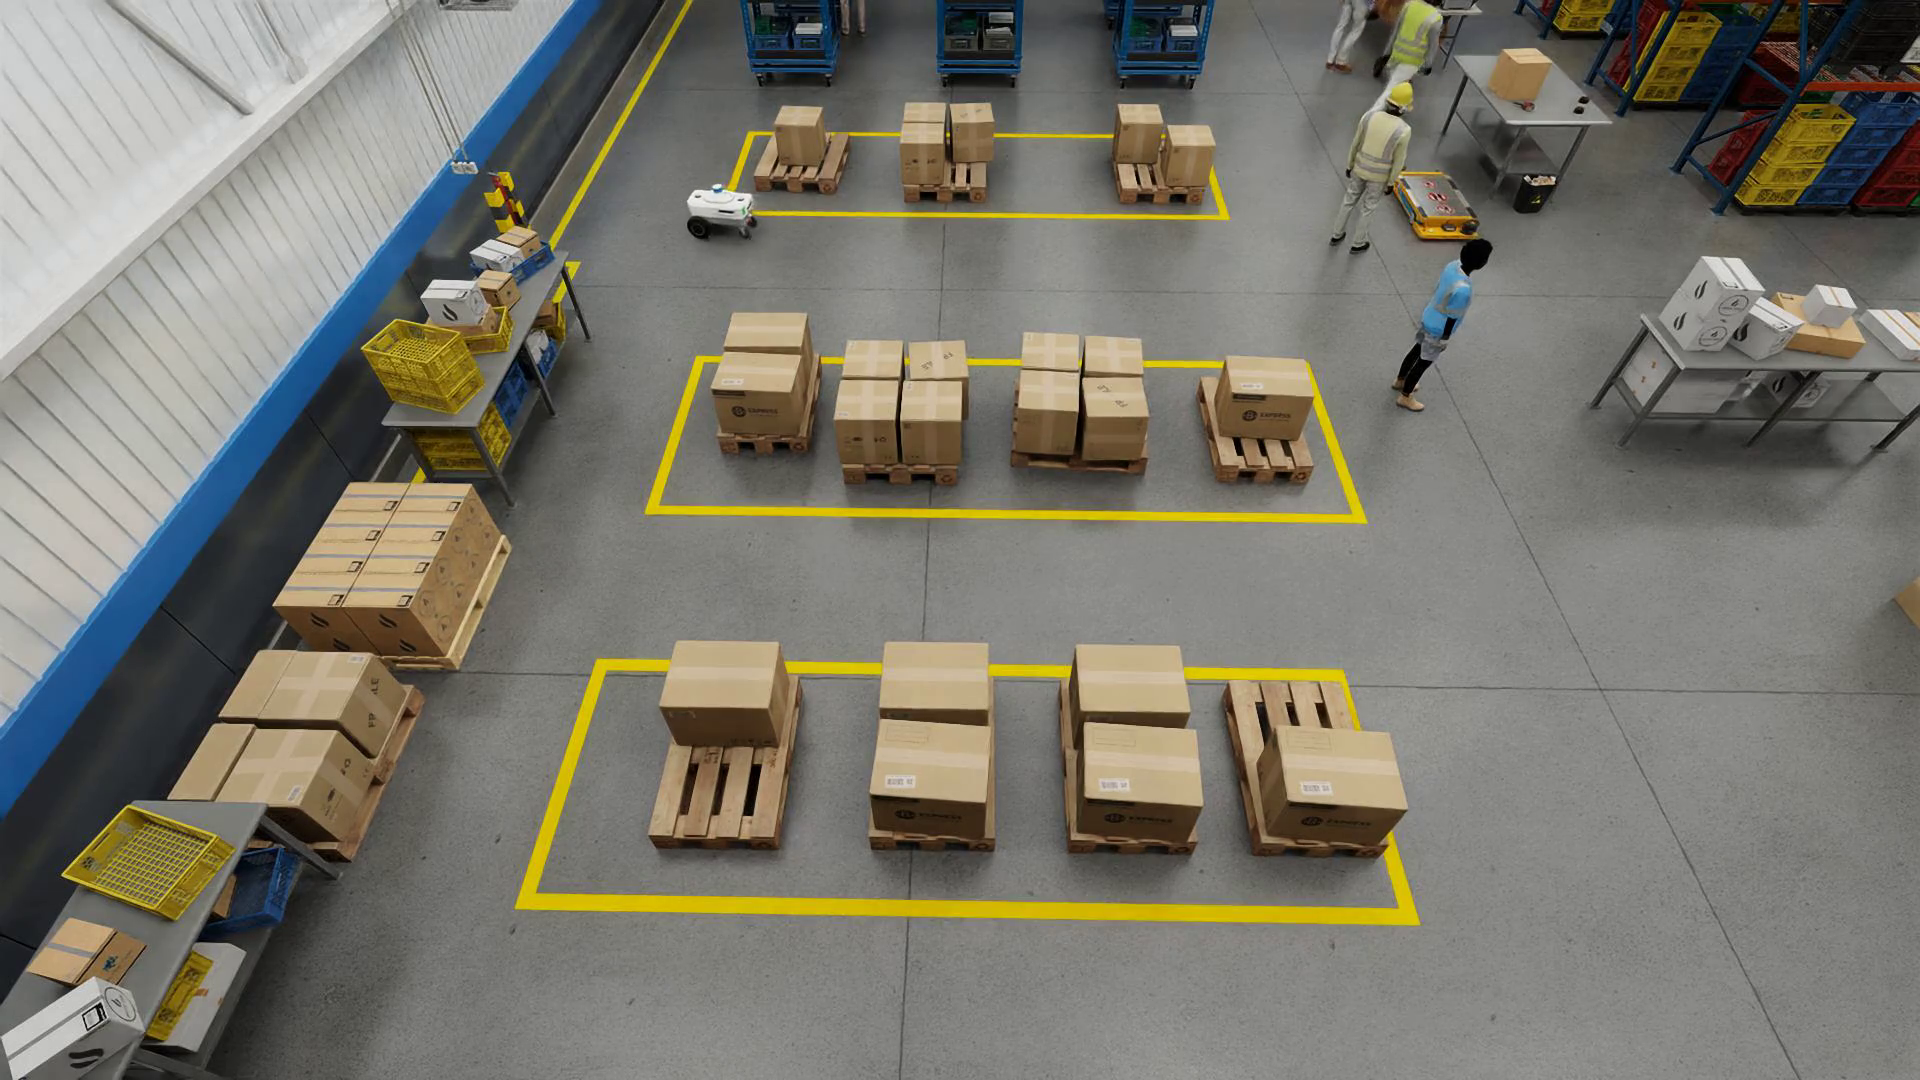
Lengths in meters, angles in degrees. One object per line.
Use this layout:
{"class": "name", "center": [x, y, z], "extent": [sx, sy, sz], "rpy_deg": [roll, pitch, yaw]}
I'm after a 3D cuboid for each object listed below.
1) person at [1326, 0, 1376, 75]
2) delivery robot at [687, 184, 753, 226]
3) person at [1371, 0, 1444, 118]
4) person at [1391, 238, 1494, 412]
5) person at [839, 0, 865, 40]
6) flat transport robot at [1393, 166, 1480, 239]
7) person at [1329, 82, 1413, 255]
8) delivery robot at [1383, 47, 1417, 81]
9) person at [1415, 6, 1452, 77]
{"class": "person", "center": [5.727, -7.775, 13.172], "extent": [0.411, 1.912, 0.654], "rpy_deg": [-16, 51, -13]}
{"class": "delivery robot", "center": [-2.766, -3.871, 10.616], "extent": [0.707, 0.478, 0.477], "rpy_deg": [6, 50, 6]}
{"class": "person", "center": [5.866, -6.302, 11.982], "extent": [0.994, 1.778, 0.648], "rpy_deg": [-20, 52, -16]}
{"class": "person", "center": [4.328, -1.939, 8.256], "extent": [0.316, 1.695, 0.541], "rpy_deg": [8, 50, 7]}
{"class": "person", "center": [-1.676, -8.737, 13.960], "extent": [0.625, 1.979, 0.411], "rpy_deg": [-19, 52, -16]}
{"class": "flat transport robot", "center": [5.692, -4.094, 11.059], "extent": [0.652, 0.197, 1.431], "rpy_deg": [1, 49, 1]}
{"class": "person", "center": [4.496, -4.021, 9.969], "extent": [0.404, 1.830, 0.602], "rpy_deg": [-34, 57, -26]}
{"class": "delivery robot", "center": [6.375, -6.918, 13.257], "extent": [0.477, 0.478, 0.707], "rpy_deg": [4, 49, 3]}
{"class": "person", "center": [6.907, -7.567, 13.176], "extent": [0.512, 1.631, 0.322], "rpy_deg": [-24, 53, -19]}
